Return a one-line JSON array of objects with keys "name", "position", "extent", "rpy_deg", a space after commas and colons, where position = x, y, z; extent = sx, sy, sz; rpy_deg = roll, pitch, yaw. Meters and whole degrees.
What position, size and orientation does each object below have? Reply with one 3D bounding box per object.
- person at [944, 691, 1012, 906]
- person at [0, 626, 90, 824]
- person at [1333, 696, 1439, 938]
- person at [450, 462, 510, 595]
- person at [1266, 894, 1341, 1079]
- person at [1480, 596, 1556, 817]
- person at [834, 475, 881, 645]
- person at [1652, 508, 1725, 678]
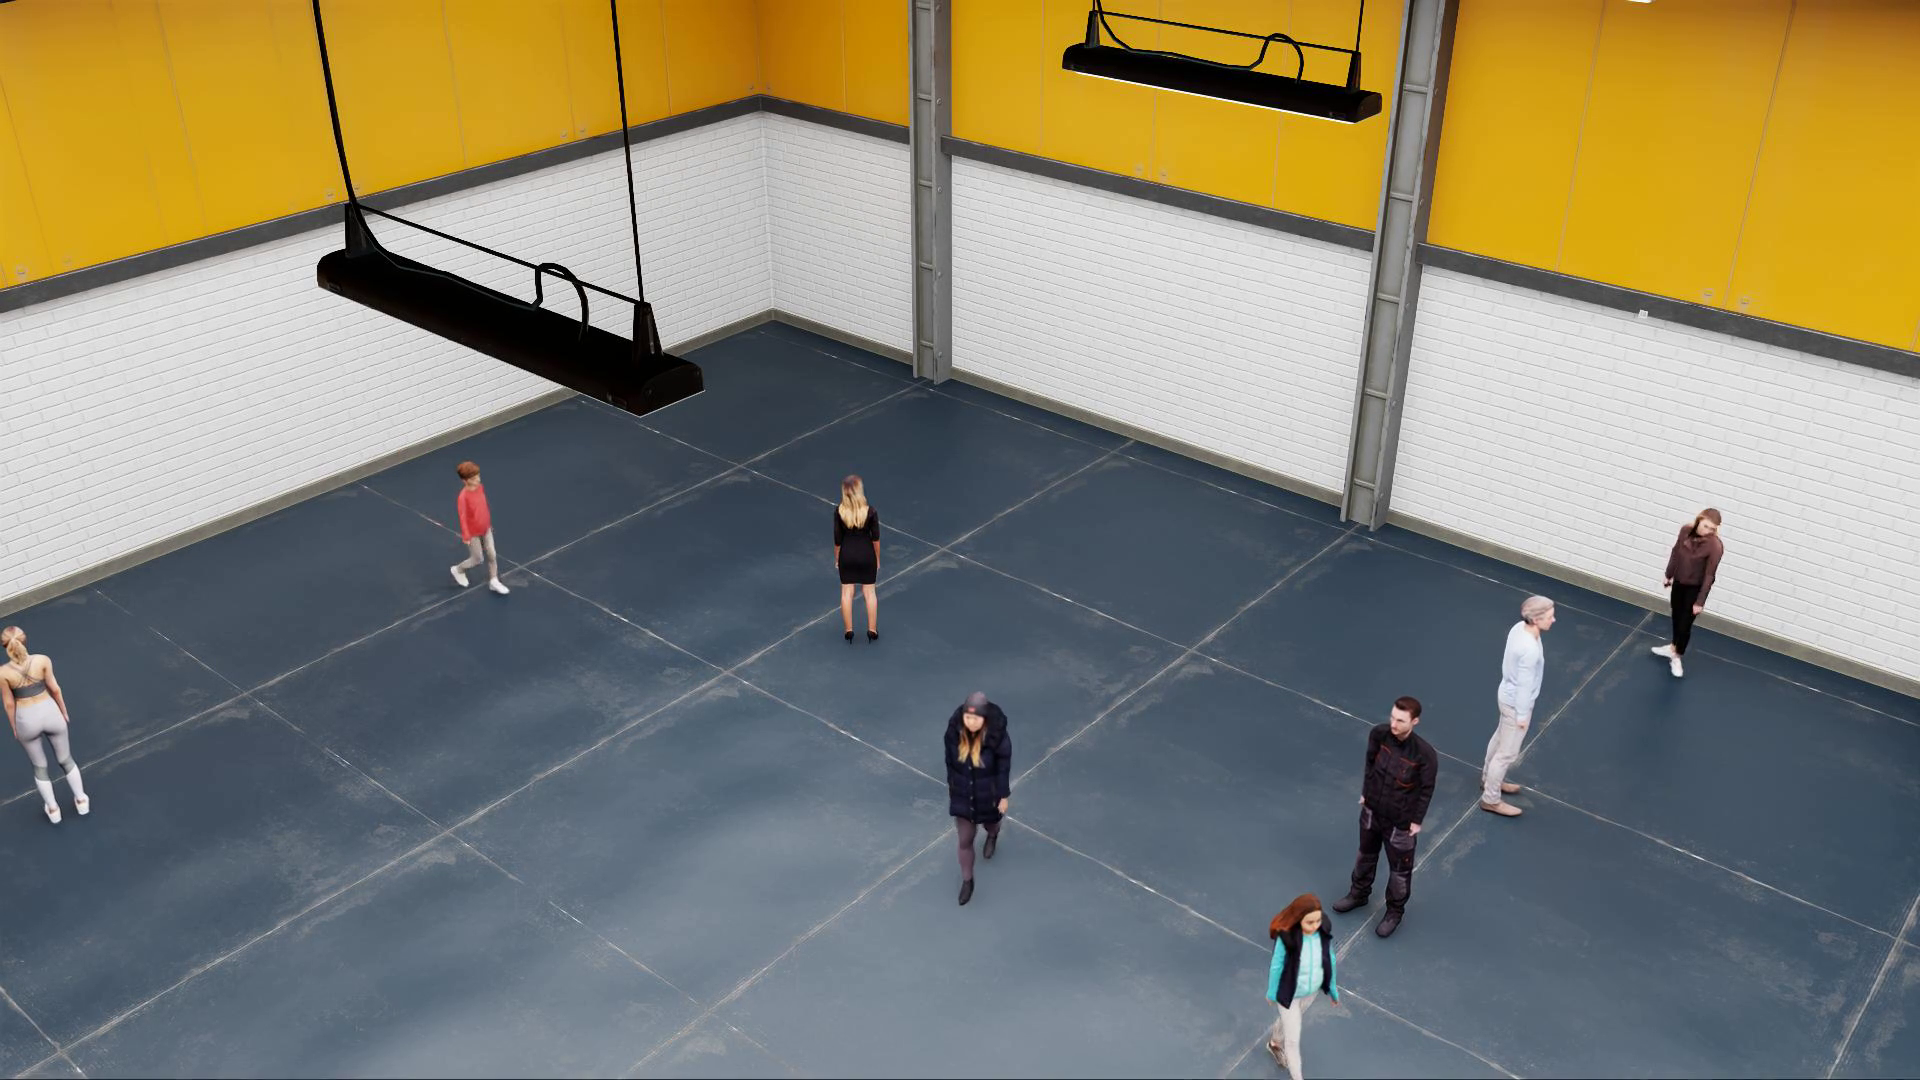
[{"name": "person", "position": [0.161, 1.794, 12.140], "extent": [1.098, 1.644, 1.004], "rpy_deg": [7, 29, 13]}, {"name": "person", "position": [-7.077, 1.410, 12.784], "extent": [0.586, 1.702, 0.580], "rpy_deg": [-21, 35, -33]}, {"name": "person", "position": [3.019, 1.898, 11.667], "extent": [0.767, 1.915, 0.546], "rpy_deg": [-25, 37, -37]}, {"name": "person", "position": [-4.674, -0.120, 15.904], "extent": [0.852, 1.399, 0.666], "rpy_deg": [11, 31, 20]}, {"name": "person", "position": [2.096, 2.776, 10.516], "extent": [0.768, 1.475, 0.949], "rpy_deg": [-14, 32, -24]}, {"name": "person", "position": [4.302, 1.253, 12.874], "extent": [0.701, 1.890, 0.721], "rpy_deg": [8, 30, 14]}, {"name": "person", "position": [-0.936, 0.181, 15.064], "extent": [0.597, 1.675, 0.680], "rpy_deg": [0, 29, 1]}, {"name": "person", "position": [6.426, 0.412, 14.643], "extent": [0.848, 1.672, 0.720], "rpy_deg": [-5, 29, -9]}]
